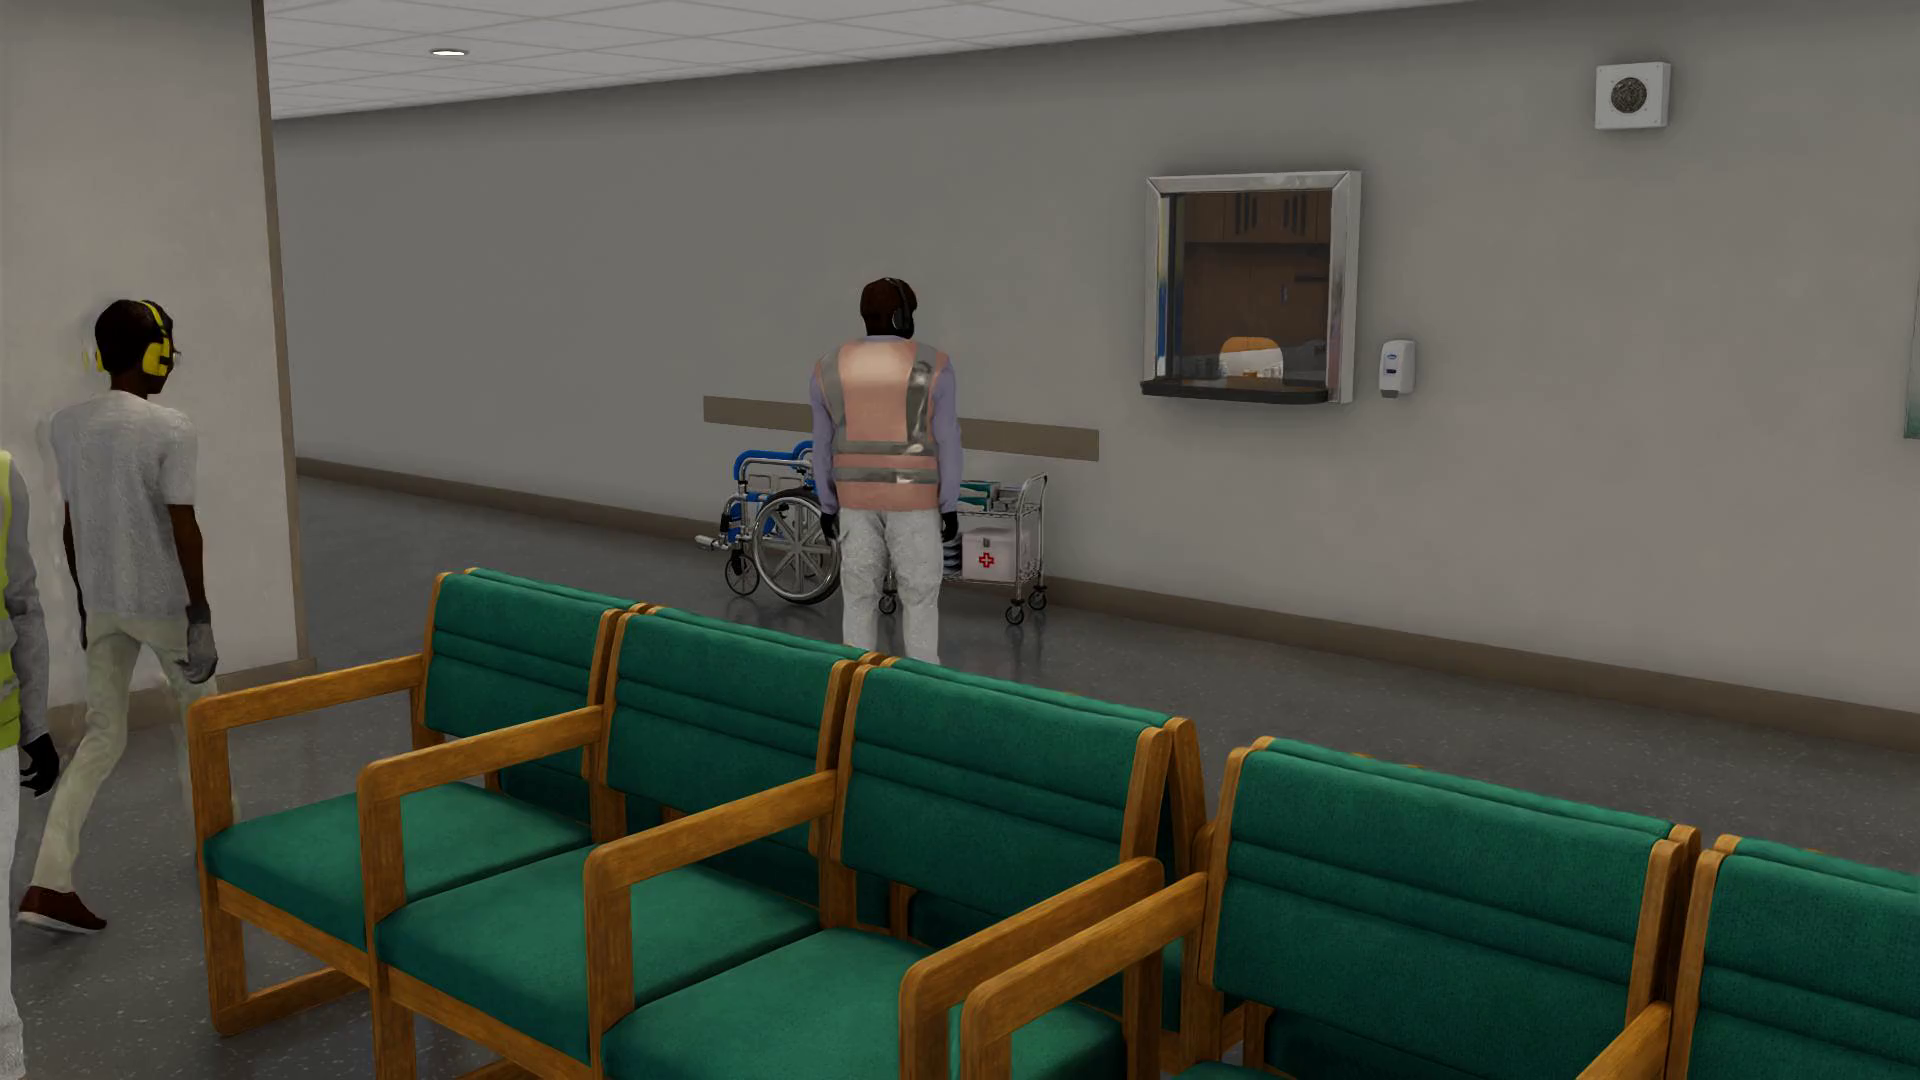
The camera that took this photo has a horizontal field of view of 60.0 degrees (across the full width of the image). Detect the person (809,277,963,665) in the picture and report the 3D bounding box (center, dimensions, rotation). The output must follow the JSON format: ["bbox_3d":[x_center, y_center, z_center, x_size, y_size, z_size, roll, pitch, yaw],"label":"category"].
[{"bbox_3d":[-0.290,-0.150,6.852,0.624,1.841,0.430,3,10,14],"label":"person"}]

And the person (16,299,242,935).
[{"bbox_3d":[-2.427,0.205,4.888,0.531,1.820,0.961,2,10,10],"label":"person"}]

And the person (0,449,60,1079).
[{"bbox_3d":[-2.228,0.438,3.489,0.429,1.841,0.634,10,14,44],"label":"person"}]
